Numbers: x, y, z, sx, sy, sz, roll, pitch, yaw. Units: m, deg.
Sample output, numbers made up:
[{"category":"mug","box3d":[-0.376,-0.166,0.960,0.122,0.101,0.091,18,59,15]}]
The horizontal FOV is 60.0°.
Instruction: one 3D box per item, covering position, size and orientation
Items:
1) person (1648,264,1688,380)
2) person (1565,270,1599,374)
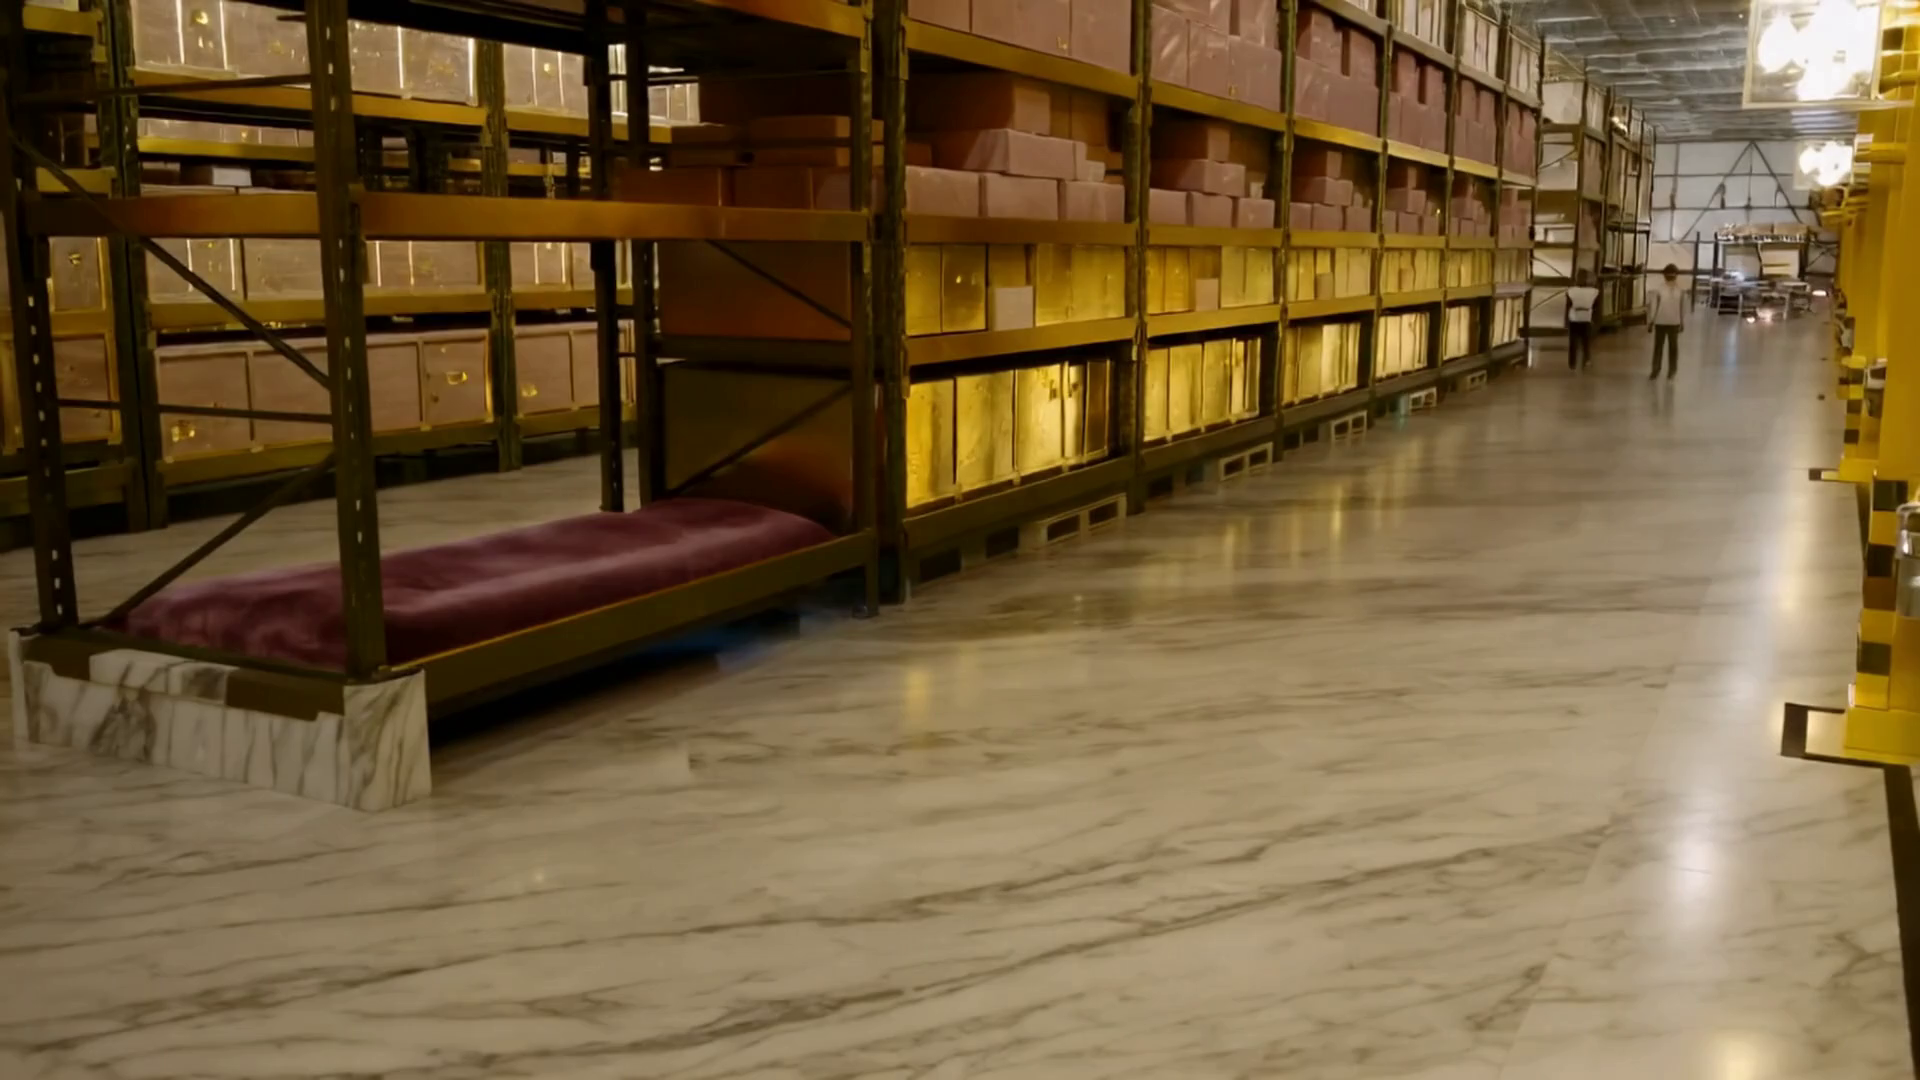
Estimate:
[{"category":"person","box3d":[12.148,-3.731,28.553,0.625,1.989,0.406,-1,10,-4]},{"category":"person","box3d":[11.277,-3.946,30.137,0.602,1.879,0.975,2,10,12]}]
